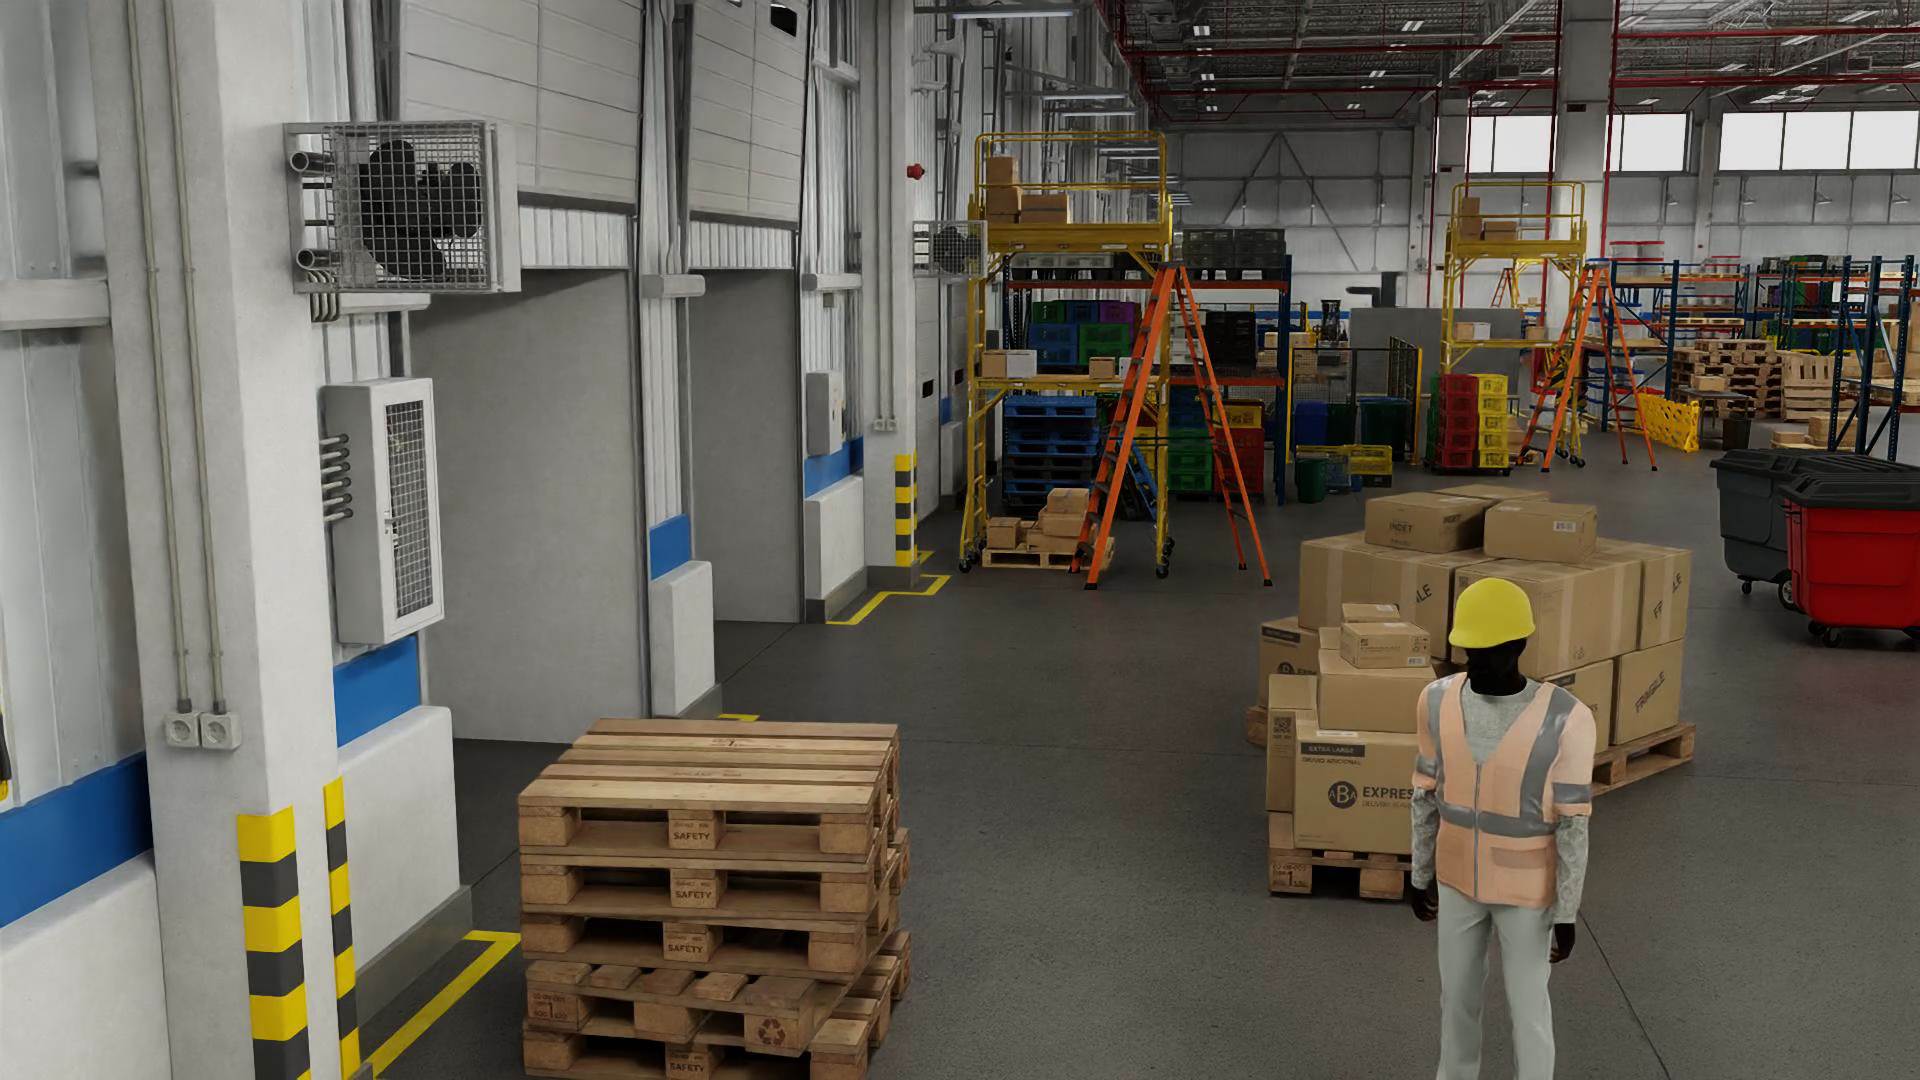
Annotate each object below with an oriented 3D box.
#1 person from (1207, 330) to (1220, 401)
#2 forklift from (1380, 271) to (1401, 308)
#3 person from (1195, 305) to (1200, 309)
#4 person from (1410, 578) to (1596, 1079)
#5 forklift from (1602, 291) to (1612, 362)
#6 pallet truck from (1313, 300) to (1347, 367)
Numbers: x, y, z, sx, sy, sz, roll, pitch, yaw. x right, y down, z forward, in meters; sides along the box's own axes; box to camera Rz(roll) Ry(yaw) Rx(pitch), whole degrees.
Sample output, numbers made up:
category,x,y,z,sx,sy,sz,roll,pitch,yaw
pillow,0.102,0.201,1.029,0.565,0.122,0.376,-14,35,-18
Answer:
category,x,y,z,sx,sy,sz,roll,pitch,yaw
person,5.299,-3.641,35.067,0.314,1.634,0.515,-4,10,-25
forklift,10.804,-5.390,42.010,1.873,2.768,1.129,1,9,9
person,6.277,-5.346,44.668,0.544,1.929,0.390,-5,10,-28
person,1.656,1.060,5.195,0.586,1.918,0.398,9,13,43
forklift,17.242,-6.004,45.794,1.129,2.768,1.873,7,11,35
pallet truck,11.159,-6.200,49.718,0.823,1.965,1.885,4,10,26
